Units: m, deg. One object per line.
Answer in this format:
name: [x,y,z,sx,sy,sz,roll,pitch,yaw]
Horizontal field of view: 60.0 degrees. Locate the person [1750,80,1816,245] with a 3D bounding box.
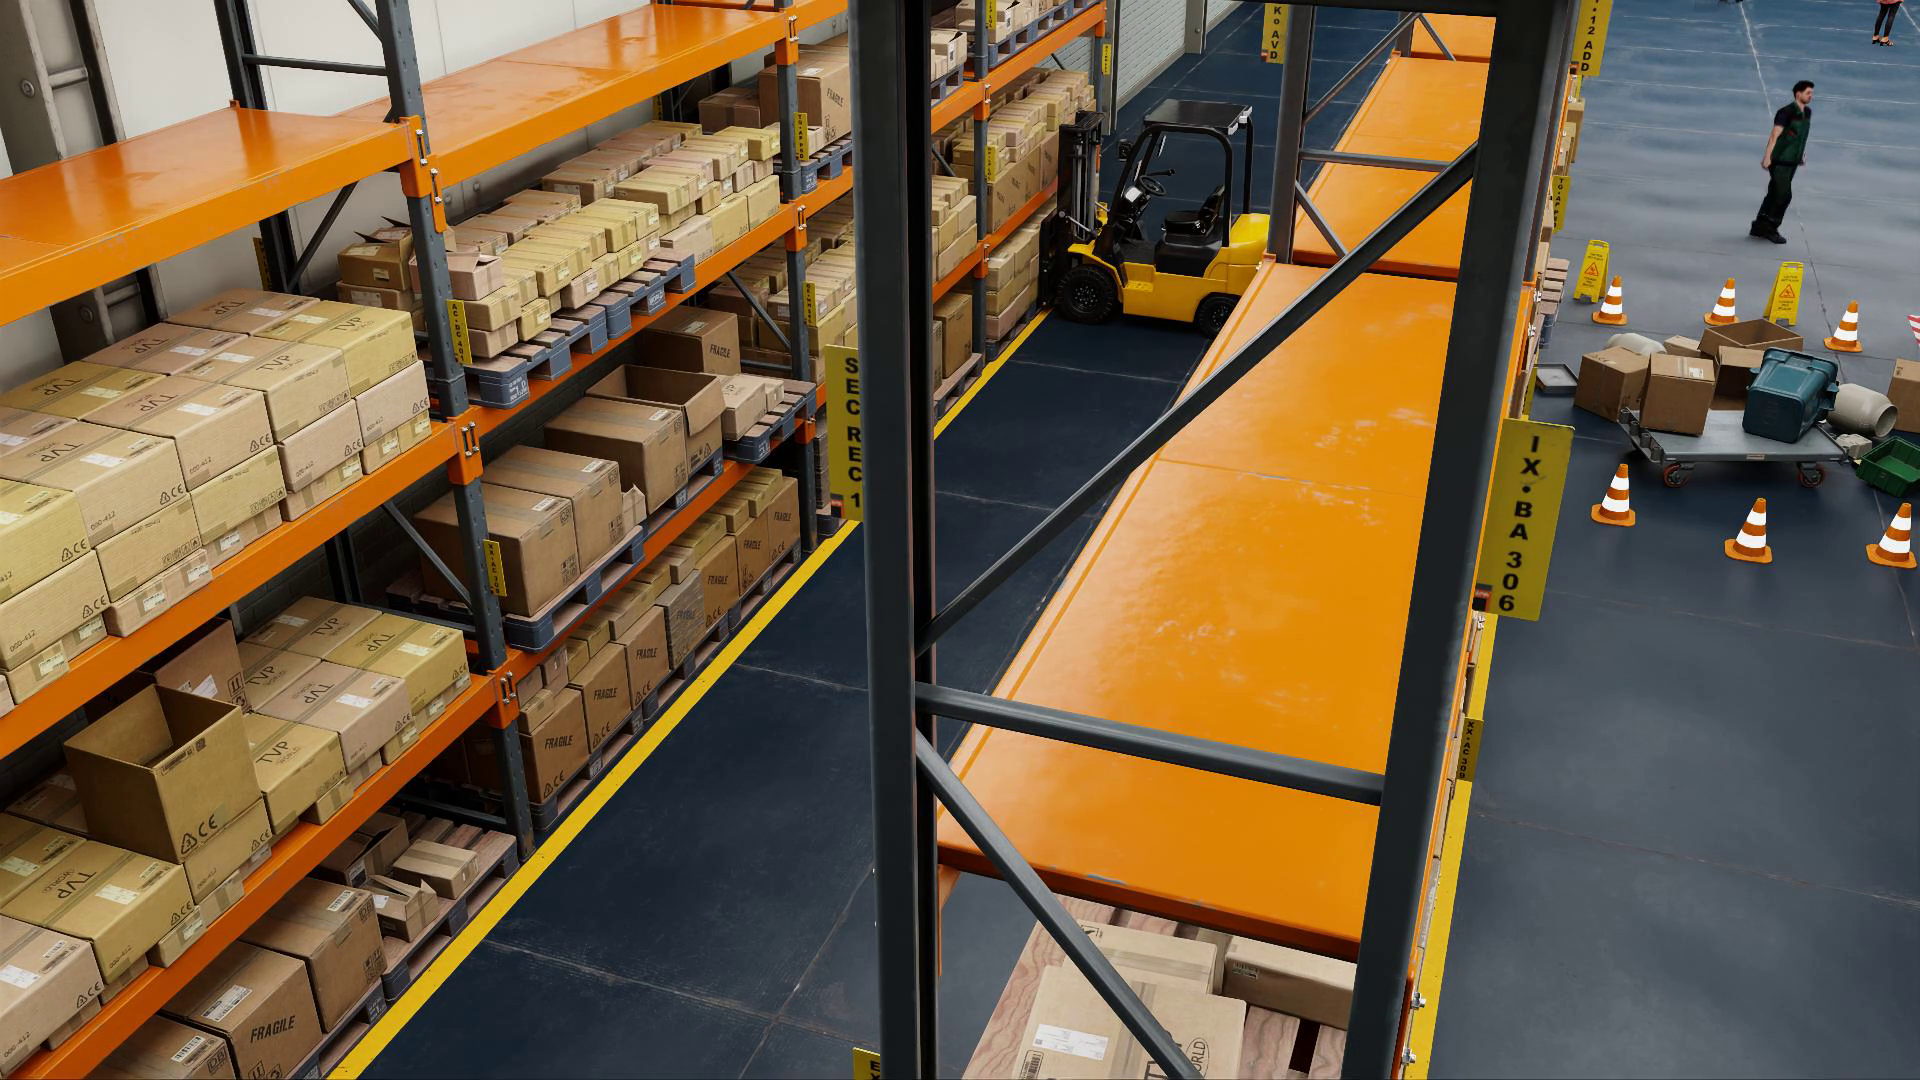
person: [9.608,-4.469,19.556,0.903,1.883,0.968,-19,33,-31]

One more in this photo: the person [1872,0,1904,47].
person: [16.568,-9.679,29.531,0.762,1.702,0.670,-7,29,-13]
